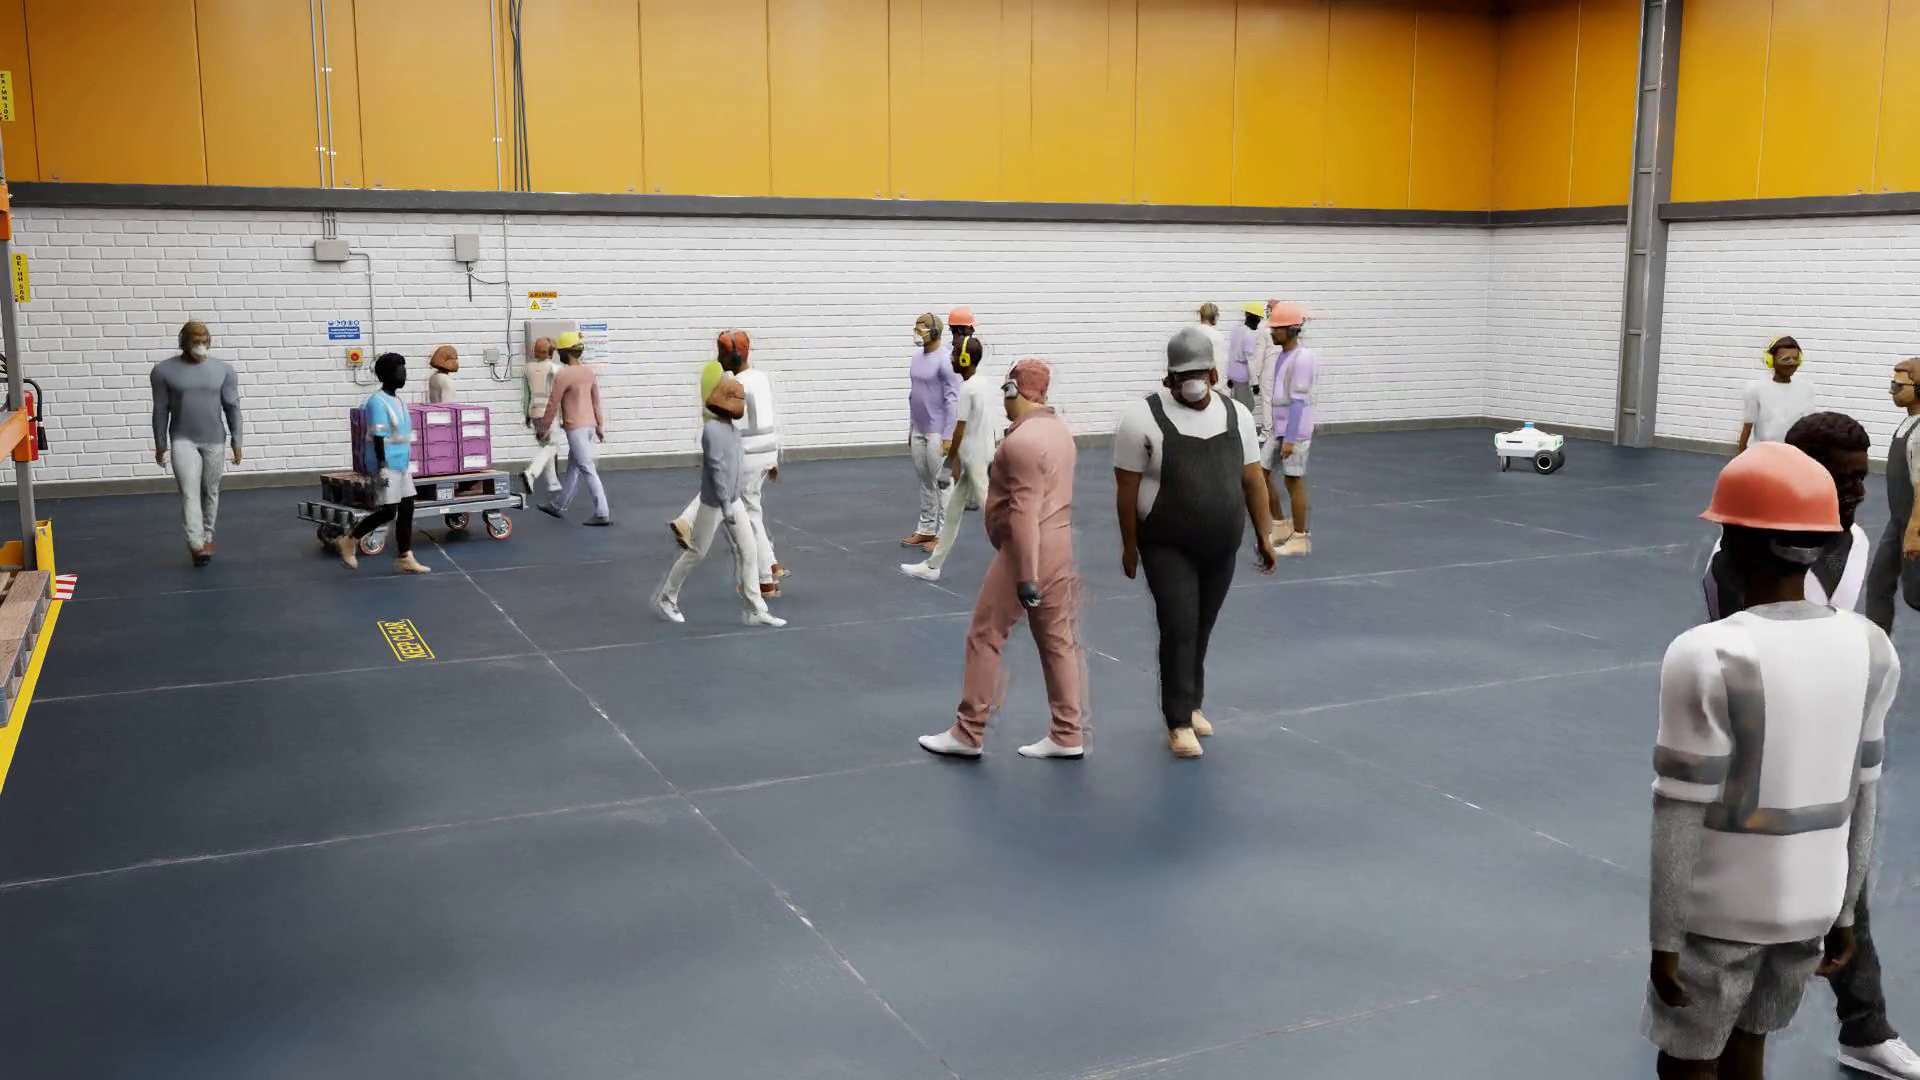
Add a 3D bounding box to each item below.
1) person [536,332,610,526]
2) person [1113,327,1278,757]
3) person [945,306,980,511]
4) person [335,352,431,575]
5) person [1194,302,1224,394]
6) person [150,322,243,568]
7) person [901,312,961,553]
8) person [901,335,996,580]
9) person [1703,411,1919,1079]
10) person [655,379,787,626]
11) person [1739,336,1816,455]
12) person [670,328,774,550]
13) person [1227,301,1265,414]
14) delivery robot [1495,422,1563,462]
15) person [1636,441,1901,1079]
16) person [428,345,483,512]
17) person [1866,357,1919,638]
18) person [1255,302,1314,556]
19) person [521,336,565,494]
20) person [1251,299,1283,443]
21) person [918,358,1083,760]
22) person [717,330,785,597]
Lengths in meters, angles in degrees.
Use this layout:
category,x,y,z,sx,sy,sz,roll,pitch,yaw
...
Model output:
category,x,y,z,sx,sy,sz,roll,pitch,yaw
person,-3.506,-0.991,14.908,0.915,1.718,0.527,3,10,19
person,1.146,-0.013,7.865,0.704,2.000,0.800,-3,10,-21
person,0.008,-1.250,15.859,0.357,1.936,0.551,-2,9,-10
person,-4.294,-0.557,12.336,0.570,1.678,0.528,1,9,6
person,2.828,-1.850,19.655,0.690,1.917,0.634,-4,10,-25
person,-5.928,-0.750,12.966,0.631,1.885,1.030,-6,11,-31
person,-0.226,-0.870,13.499,0.375,1.940,0.627,-6,11,-31
person,0.072,-0.563,11.993,1.023,1.815,0.537,2,9,15
person,2.384,0.584,4.659,0.594,1.874,0.904,-4,10,-24
person,-1.567,-0.242,10.668,0.867,1.588,0.516,4,10,21
person,5.756,-0.508,11.636,0.514,1.821,0.976,-1,9,-5
person,-1.905,-0.775,13.267,0.752,1.824,0.627,-7,11,-35
person,3.603,-2.061,21.003,0.542,1.894,0.633,-1,9,-7
delivery robot,6.450,-1.093,18.872,0.707,0.478,0.477,5,10,30
person,1.694,0.761,3.456,0.549,1.919,0.717,-2,9,-15
person,-4.867,-1.013,15.454,0.811,1.598,0.510,-8,12,-40
person,5.267,-0.085,9.028,0.804,1.820,0.514,3,10,18
person,2.555,-0.858,13.185,0.527,2.026,0.606,-2,9,-12
person,-4.254,-1.258,16.918,0.522,1.616,0.690,4,10,26
person,4.147,-2.238,22.090,0.654,1.904,0.406,-5,10,-27
person,0.225,0.091,7.765,0.859,1.860,0.644,4,10,24
person,-1.474,-0.514,11.514,0.431,1.864,0.614,3,10,20
